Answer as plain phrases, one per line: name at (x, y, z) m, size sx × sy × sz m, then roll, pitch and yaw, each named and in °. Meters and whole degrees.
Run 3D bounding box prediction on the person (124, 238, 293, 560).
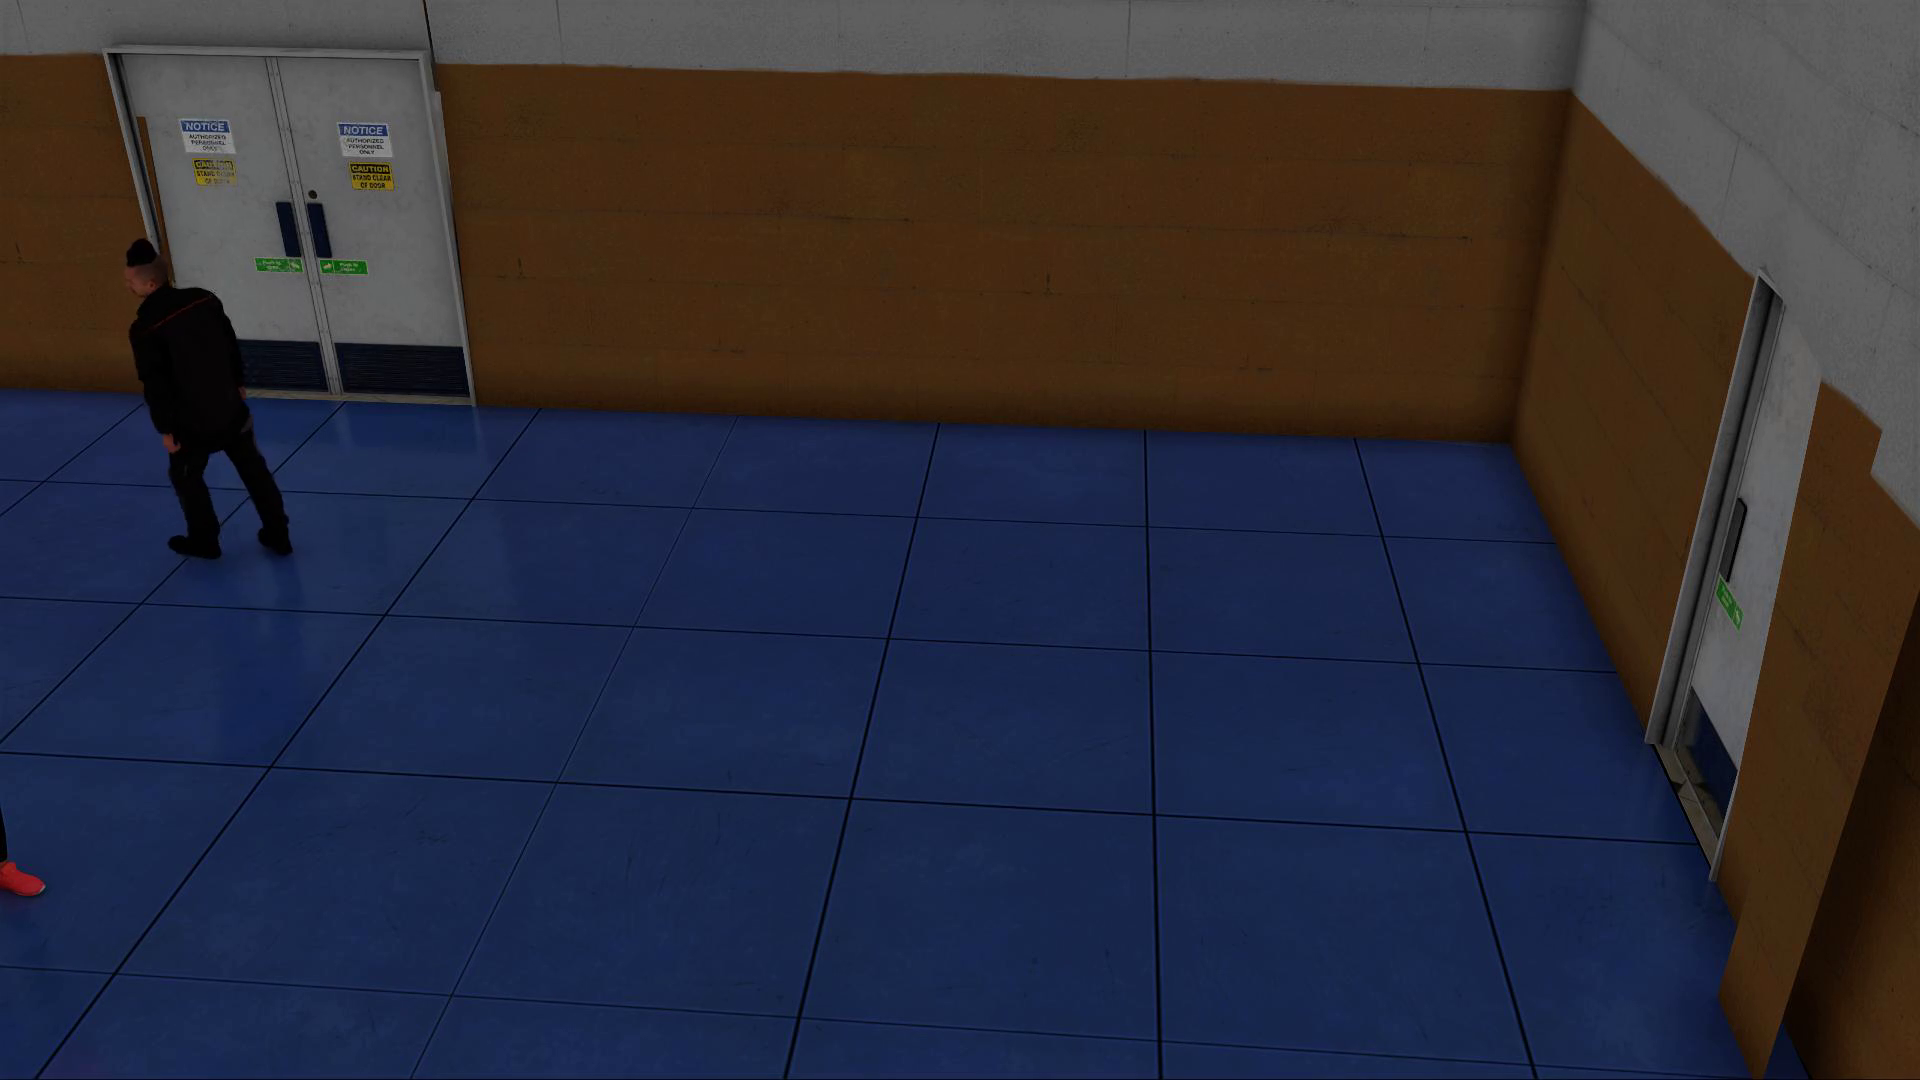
person at (-3.953, -0.707, 8.787) m, size 1.032 × 1.836 × 0.926 m, roll 20°, pitch 34°, yaw 32°
